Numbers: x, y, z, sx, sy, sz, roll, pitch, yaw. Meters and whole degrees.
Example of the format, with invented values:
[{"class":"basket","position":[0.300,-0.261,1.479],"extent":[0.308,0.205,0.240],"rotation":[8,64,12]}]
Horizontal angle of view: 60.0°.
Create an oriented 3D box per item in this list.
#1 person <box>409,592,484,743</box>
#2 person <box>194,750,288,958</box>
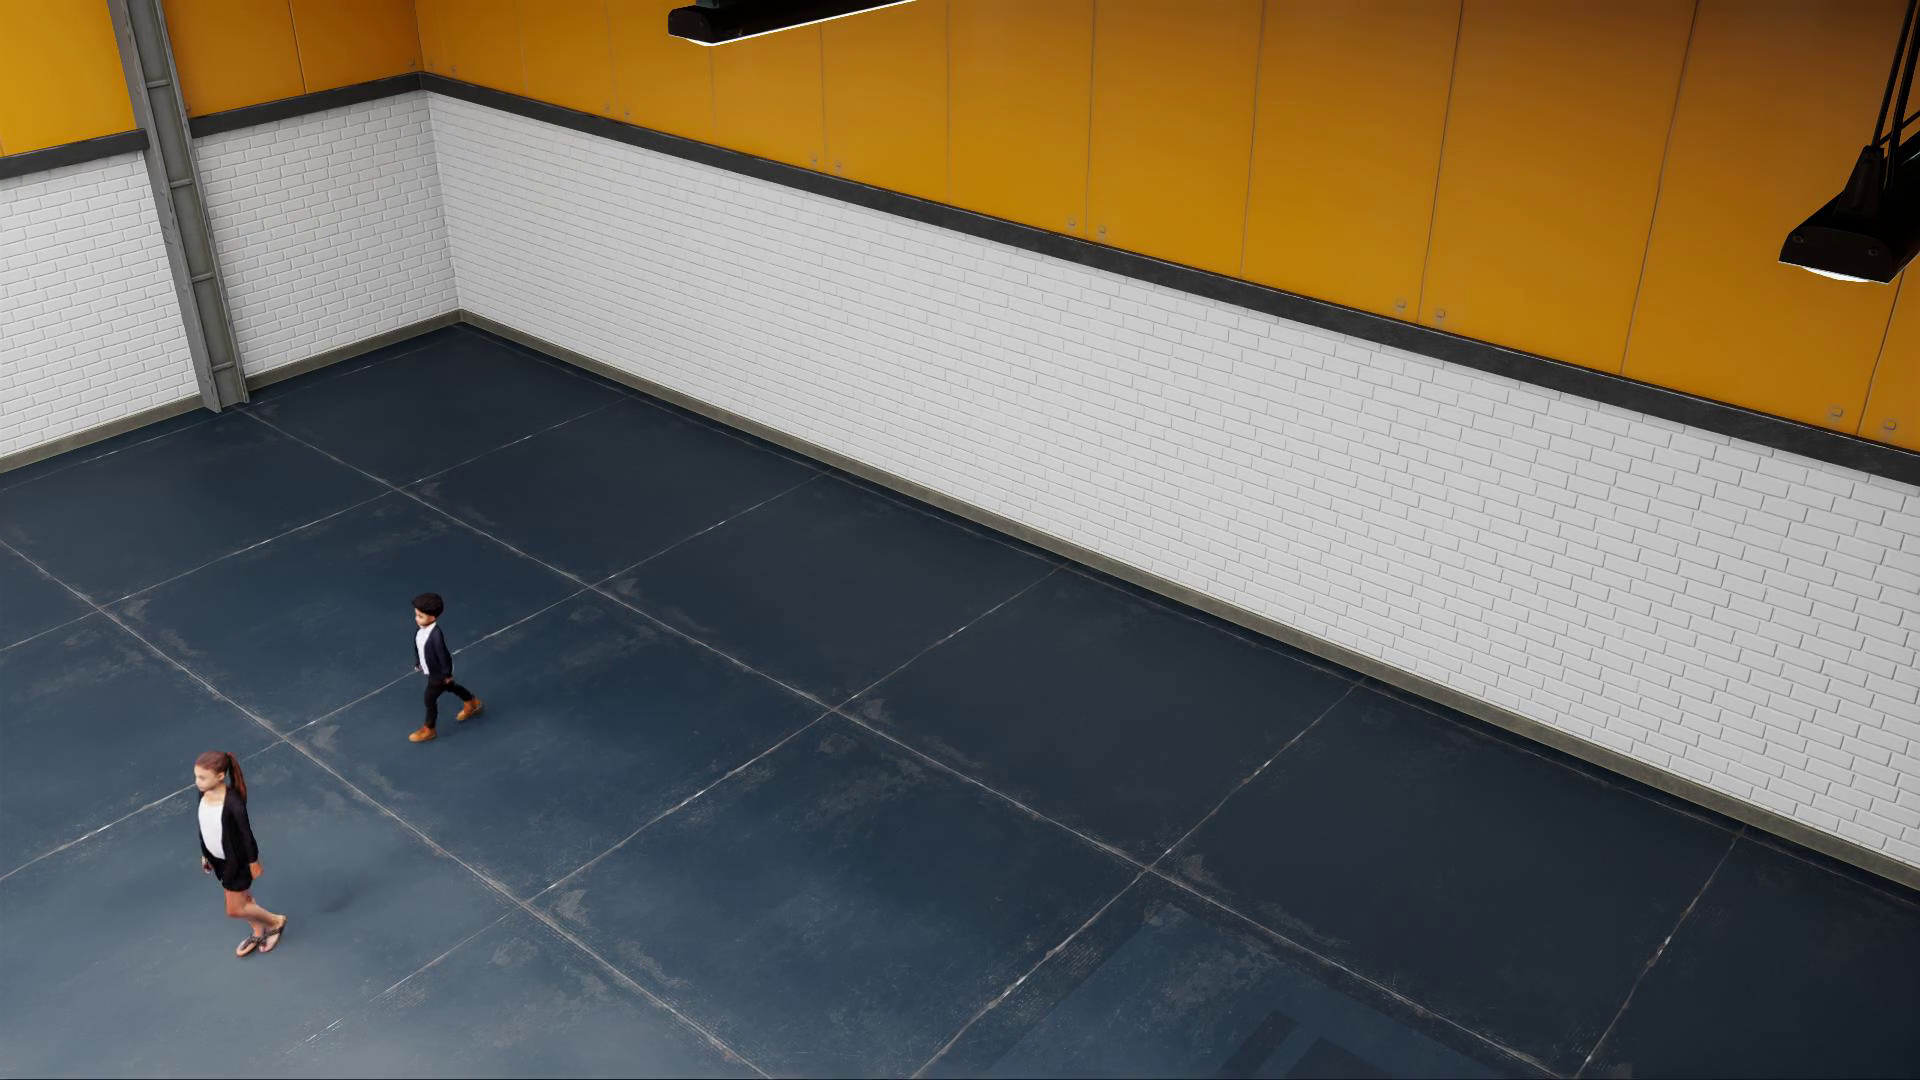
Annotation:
[{"class":"person","position":[-3.931,0.921,12.658],"extent":[0.897,1.204,0.658],"rotation":[-17,33,-29]},{"class":"person","position":[-4.501,1.934,10.447],"extent":[0.565,1.542,0.614],"rotation":[18,33,29]}]
